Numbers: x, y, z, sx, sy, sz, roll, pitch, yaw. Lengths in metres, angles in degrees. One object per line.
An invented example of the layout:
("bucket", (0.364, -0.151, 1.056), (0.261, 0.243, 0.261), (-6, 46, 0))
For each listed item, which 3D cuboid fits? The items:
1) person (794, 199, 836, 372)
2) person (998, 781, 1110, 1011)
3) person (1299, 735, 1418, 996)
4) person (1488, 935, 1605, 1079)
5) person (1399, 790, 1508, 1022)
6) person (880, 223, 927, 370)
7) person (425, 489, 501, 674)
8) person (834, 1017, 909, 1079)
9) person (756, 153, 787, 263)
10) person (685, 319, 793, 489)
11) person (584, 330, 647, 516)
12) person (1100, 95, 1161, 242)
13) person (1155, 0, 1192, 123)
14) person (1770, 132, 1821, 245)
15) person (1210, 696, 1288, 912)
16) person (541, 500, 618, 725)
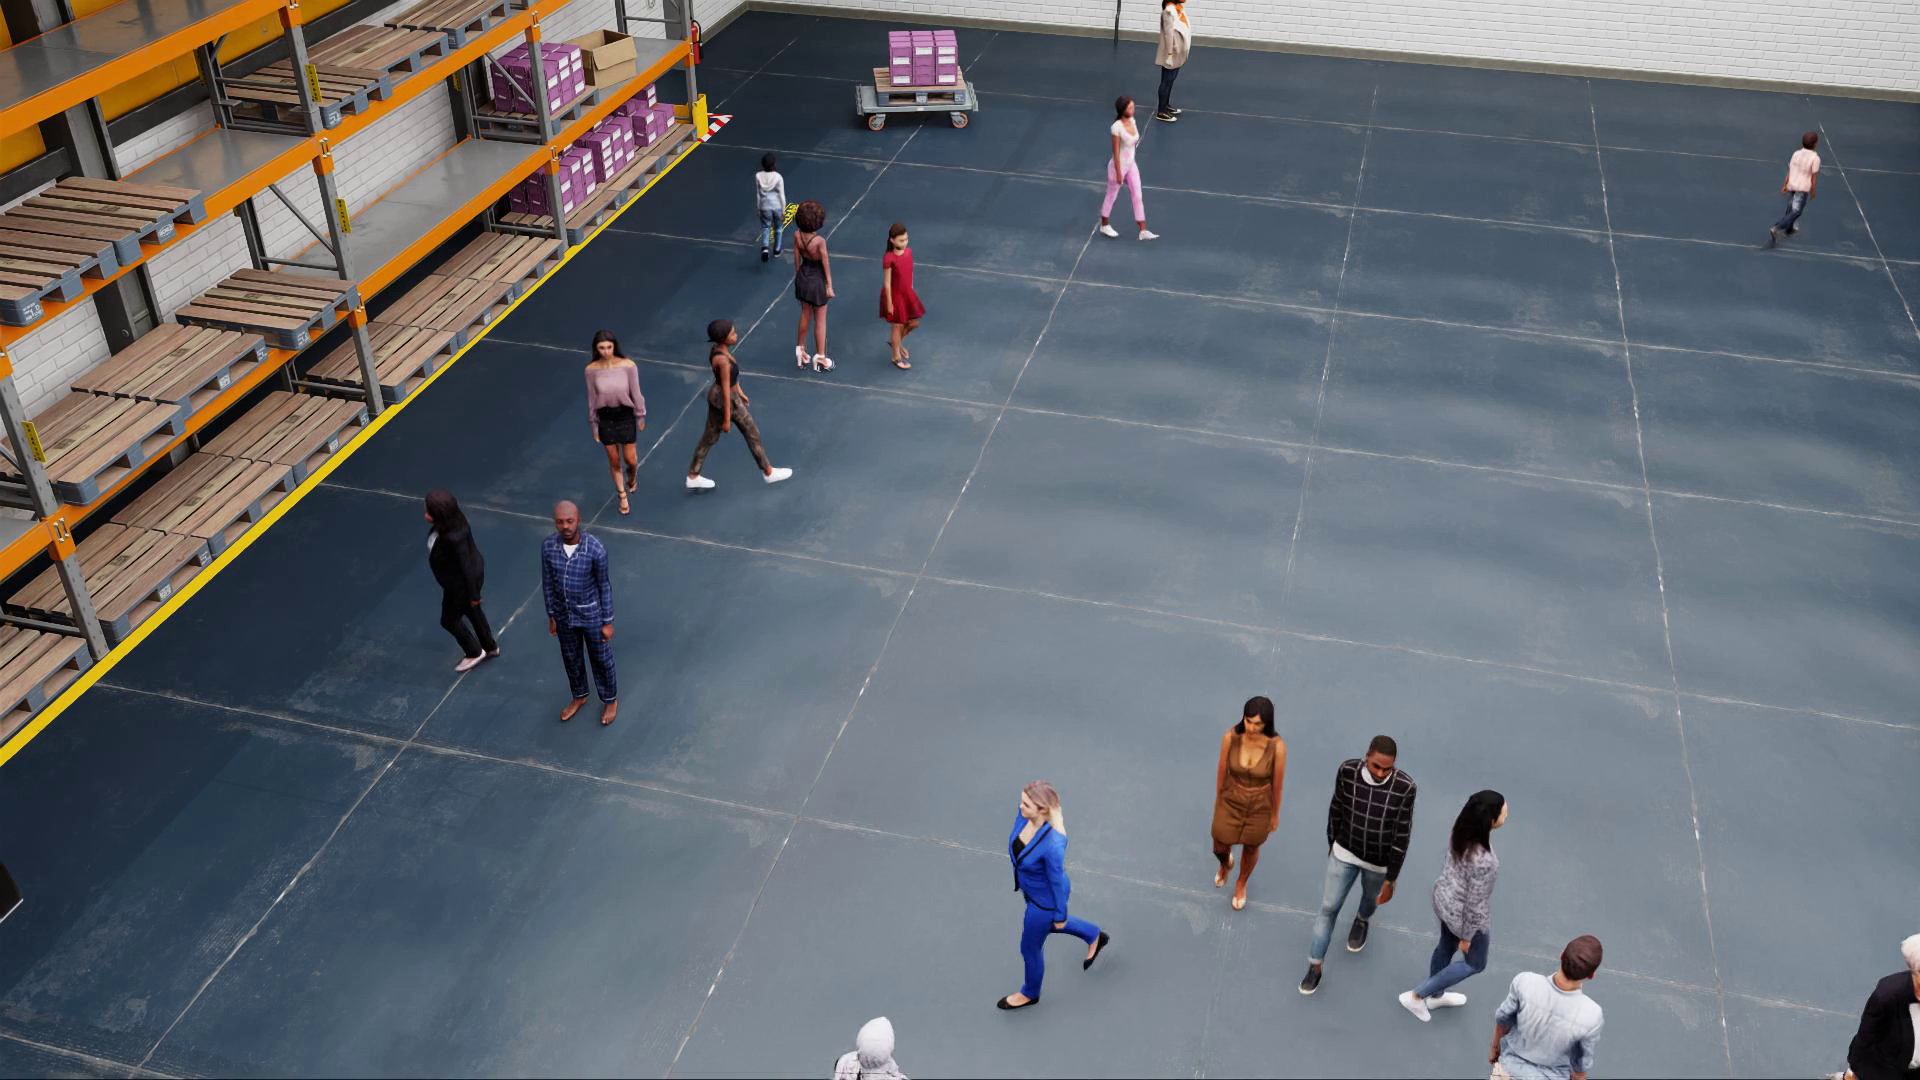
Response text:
("person", (-1.473, -2.510, 16.449), (0.657, 1.791, 0.669), (20, 38, 27))
("person", (0.570, 2.043, 9.707), (1.054, 1.673, 1.052), (-15, 36, -21))
("person", (2.467, 1.811, 9.962), (0.782, 1.777, 1.150), (15, 37, 22))
("person", (2.889, 2.771, 8.480), (0.821, 1.819, 1.001), (16, 37, 23))
("person", (2.791, 2.122, 9.544), (0.836, 1.721, 0.791), (-5, 34, -8))
("person", (-0.657, -2.460, 16.602), (0.760, 1.539, 0.726), (26, 42, 33))
("person", (-3.641, 0.276, 12.435), (0.858, 1.595, 0.791), (-15, 37, -21))
("person", (-0.447, 3.055, 8.095), (0.714, 1.771, 0.807), (16, 37, 23))
("person", (-2.156, -3.742, 18.795), (0.552, 1.247, 0.760), (4, 34, 5))
("person", (-2.128, -1.138, 14.515), (1.081, 1.649, 1.156), (-11, 35, -16))
("person", (-2.947, -1.037, 14.227), (0.767, 1.798, 0.828), (-4, 34, -6))
("person", (1.801, -4.293, 19.203), (0.967, 1.712, 1.047), (27, 42, 34))
("person", (2.872, -6.700, 22.664), (0.742, 1.890, 0.592), (10, 35, 15))
("person", (9.673, -4.064, 19.238), (0.902, 1.293, 0.849), (-18, 38, -25))
("person", (1.807, 1.598, 10.370), (0.563, 1.679, 0.598), (9, 35, 14))
("person", (-2.719, 0.500, 11.897), (0.677, 1.817, 0.629), (5, 34, 7))
